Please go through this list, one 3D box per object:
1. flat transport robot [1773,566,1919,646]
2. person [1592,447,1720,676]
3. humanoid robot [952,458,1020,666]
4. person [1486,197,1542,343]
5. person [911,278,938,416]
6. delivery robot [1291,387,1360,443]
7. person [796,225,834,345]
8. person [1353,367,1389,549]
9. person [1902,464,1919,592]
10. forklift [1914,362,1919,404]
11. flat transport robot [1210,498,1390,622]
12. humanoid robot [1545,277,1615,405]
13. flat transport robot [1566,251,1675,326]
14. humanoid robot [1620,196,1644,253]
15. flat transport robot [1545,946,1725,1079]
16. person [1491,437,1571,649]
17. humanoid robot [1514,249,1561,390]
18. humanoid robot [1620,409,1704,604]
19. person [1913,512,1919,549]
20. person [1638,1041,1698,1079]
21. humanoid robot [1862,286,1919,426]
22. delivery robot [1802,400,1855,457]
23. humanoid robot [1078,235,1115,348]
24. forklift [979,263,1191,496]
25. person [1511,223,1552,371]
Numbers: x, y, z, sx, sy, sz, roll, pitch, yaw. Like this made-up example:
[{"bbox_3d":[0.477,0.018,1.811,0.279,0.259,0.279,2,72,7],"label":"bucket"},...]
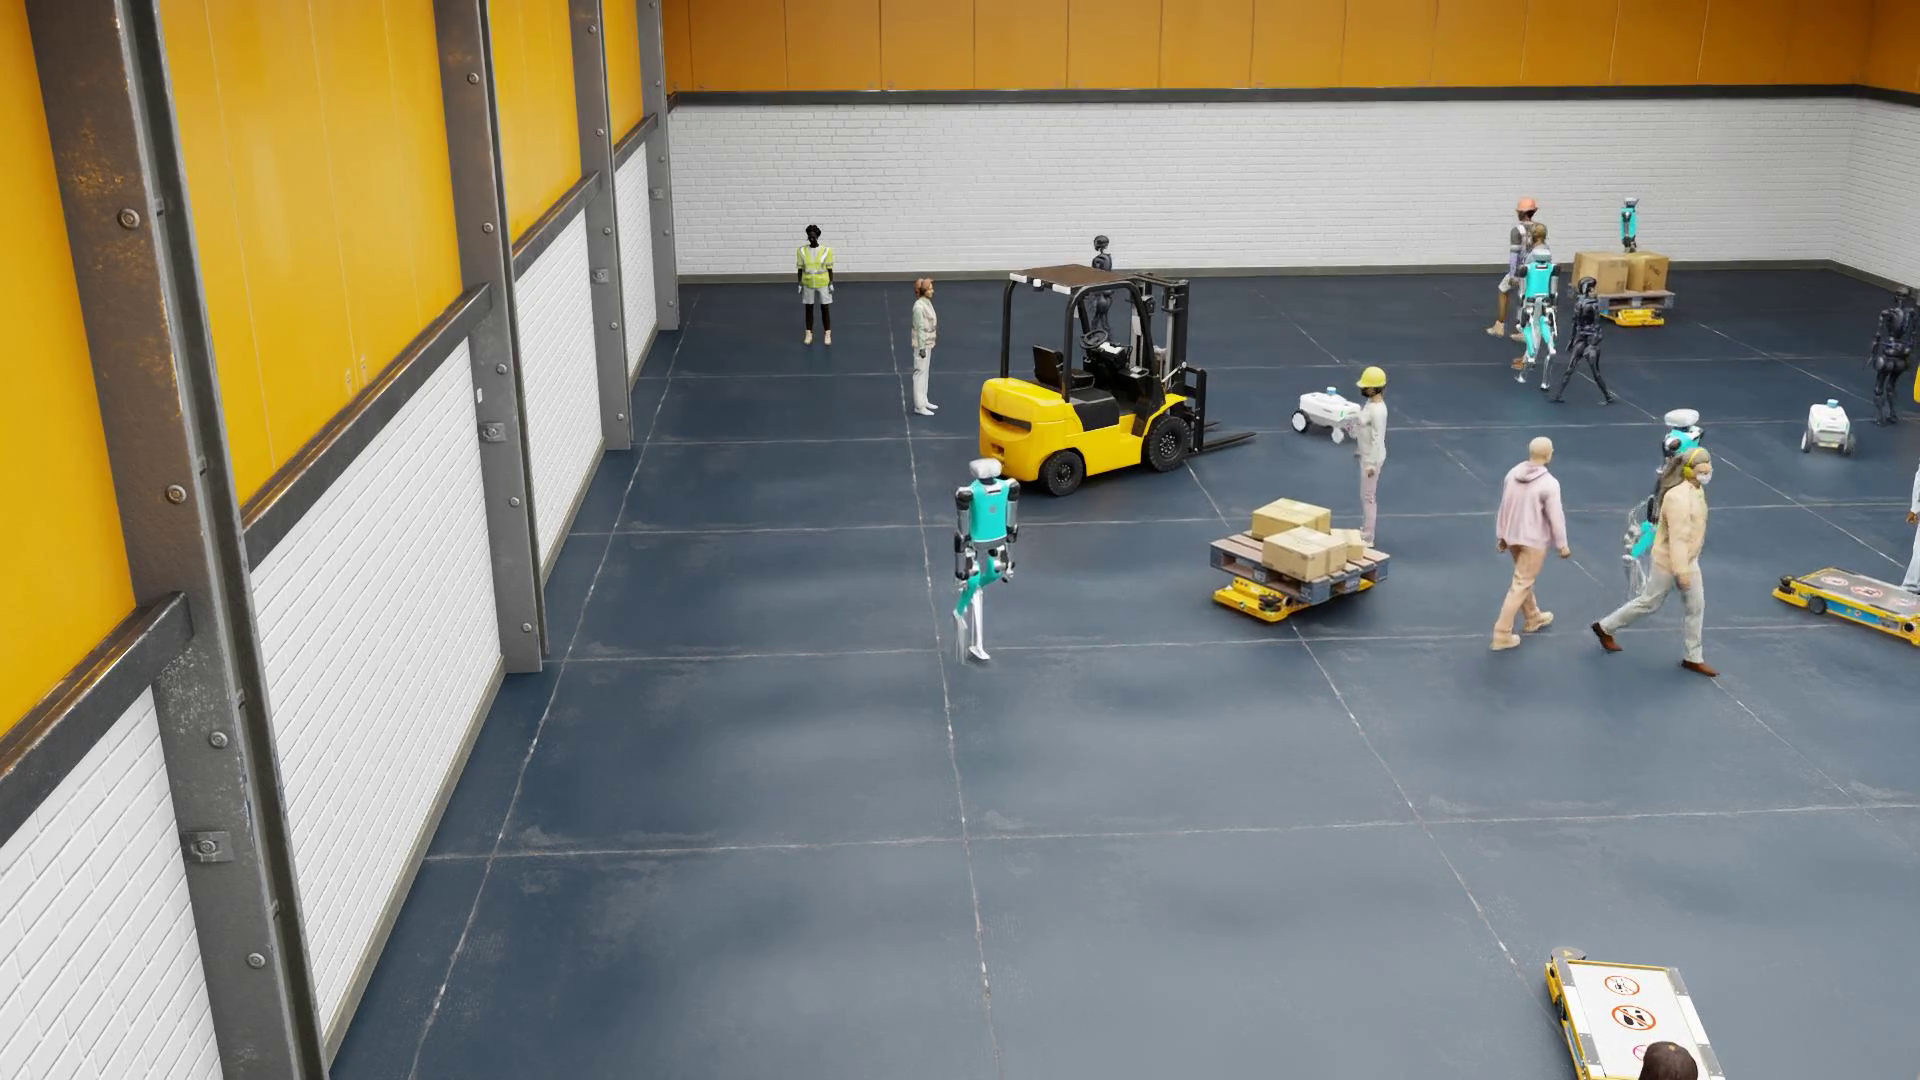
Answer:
[{"bbox_3d":[7.756,0.559,14.103,0.659,0.231,1.431,-13,24,-31],"label":"flat transport robot"},{"bbox_3d":[5.557,0.120,13.037,0.948,1.839,0.545,19,27,41],"label":"person"},{"bbox_3d":[0.111,0.204,13.088,0.541,1.878,0.734,-9,22,-24],"label":"humanoid robot"},{"bbox_3d":[7.889,-3.838,23.549,0.609,2.014,0.791,-8,22,-21],"label":"person"},{"bbox_3d":[-0.437,-2.327,19.976,0.306,1.640,0.510,3,20,8],"label":"person"},{"bbox_3d":[4.248,-1.459,19.215,0.499,0.614,0.815,-13,24,-32],"label":"delivery robot"},{"bbox_3d":[-2.026,-3.576,23.307,0.534,1.693,0.319,2,20,4],"label":"person"},{"bbox_3d":[3.815,-0.771,15.578,0.317,1.758,0.571,2,20,6],"label":"person"},{"bbox_3d":[8.279,-0.246,13.915,0.589,1.912,0.400,16,26,37],"label":"person"},{"bbox_3d":[12.602,-2.435,19.475,2.313,2.155,1.214,-1,20,-4],"label":"forklift"},{"bbox_3d":[2.957,0.378,14.596,1.431,0.231,0.659,-15,25,-36],"label":"flat transport robot"},{"bbox_3d":[7.675,-2.430,20.312,0.836,1.606,0.601,-4,20,-10],"label":"humanoid robot"},{"bbox_3d":[9.950,-3.482,25.114,0.659,0.231,1.431,-3,20,-8],"label":"flat transport robot"},{"bbox_3d":[10.305,-4.273,25.194,0.773,1.812,0.539,9,22,23],"label":"humanoid robot"},{"bbox_3d":[3.477,2.598,8.549,0.659,0.231,1.431,3,20,8],"label":"flat transport robot"},{"bbox_3d":[4.657,0.007,13.468,0.801,1.747,0.545,-10,23,-26],"label":"person"},{"bbox_3d":[7.331,-2.732,20.973,0.548,1.778,0.889,-1,20,-2],"label":"humanoid robot"},{"bbox_3d":[5.914,-0.259,14.288,0.544,1.862,0.683,-17,26,-39],"label":"humanoid robot"},{"bbox_3d":[9.214,-0.768,15.403,0.817,1.864,0.419,-7,21,-19],"label":"person"},{"bbox_3d":[2.551,2.661,6.201,0.466,1.768,0.380,-2,20,-5],"label":"person"},{"bbox_3d":[10.909,-2.156,19.471,0.588,1.652,0.323,-5,21,-12],"label":"humanoid robot"},{"bbox_3d":[9.756,-1.280,18.687,0.499,0.586,0.764,7,21,19],"label":"delivery robot"},{"bbox_3d":[1.897,-3.328,22.672,0.613,1.642,0.593,6,21,17],"label":"humanoid robot"},{"bbox_3d":[1.315,-1.764,17.646,2.313,2.155,1.214,-14,24,-33],"label":"forklift"},{"bbox_3d":[7.565,-3.203,21.942,0.375,1.934,0.627,9,22,24],"label":"person"}]
